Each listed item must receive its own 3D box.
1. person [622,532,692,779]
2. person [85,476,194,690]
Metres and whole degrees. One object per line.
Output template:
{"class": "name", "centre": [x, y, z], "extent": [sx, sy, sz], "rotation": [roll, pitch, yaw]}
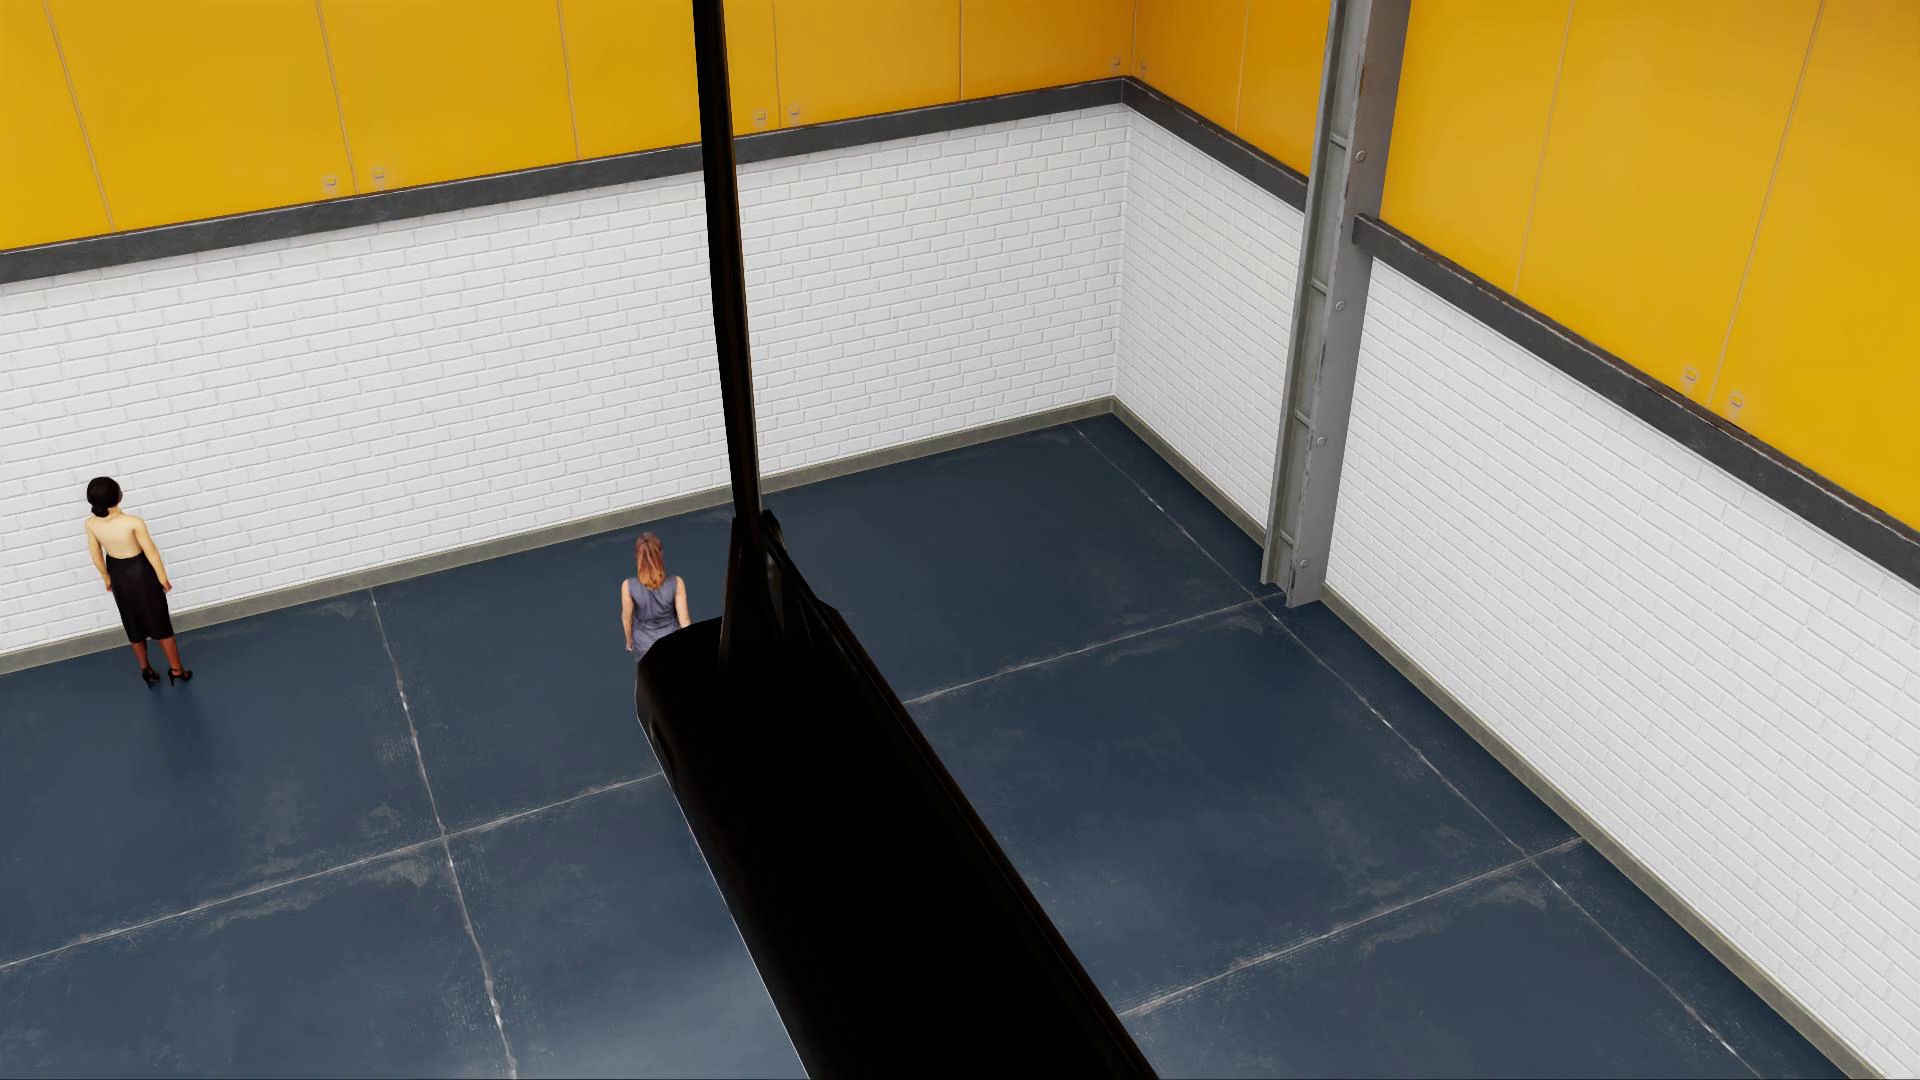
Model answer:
{"class": "person", "centre": [-1.897, 0.727, 10.500], "extent": [0.656, 1.704, 0.974], "rotation": [-9, 35, -13]}
{"class": "person", "centre": [-5.562, 0.291, 11.201], "extent": [0.660, 1.654, 0.665], "rotation": [-1, 34, -1]}
